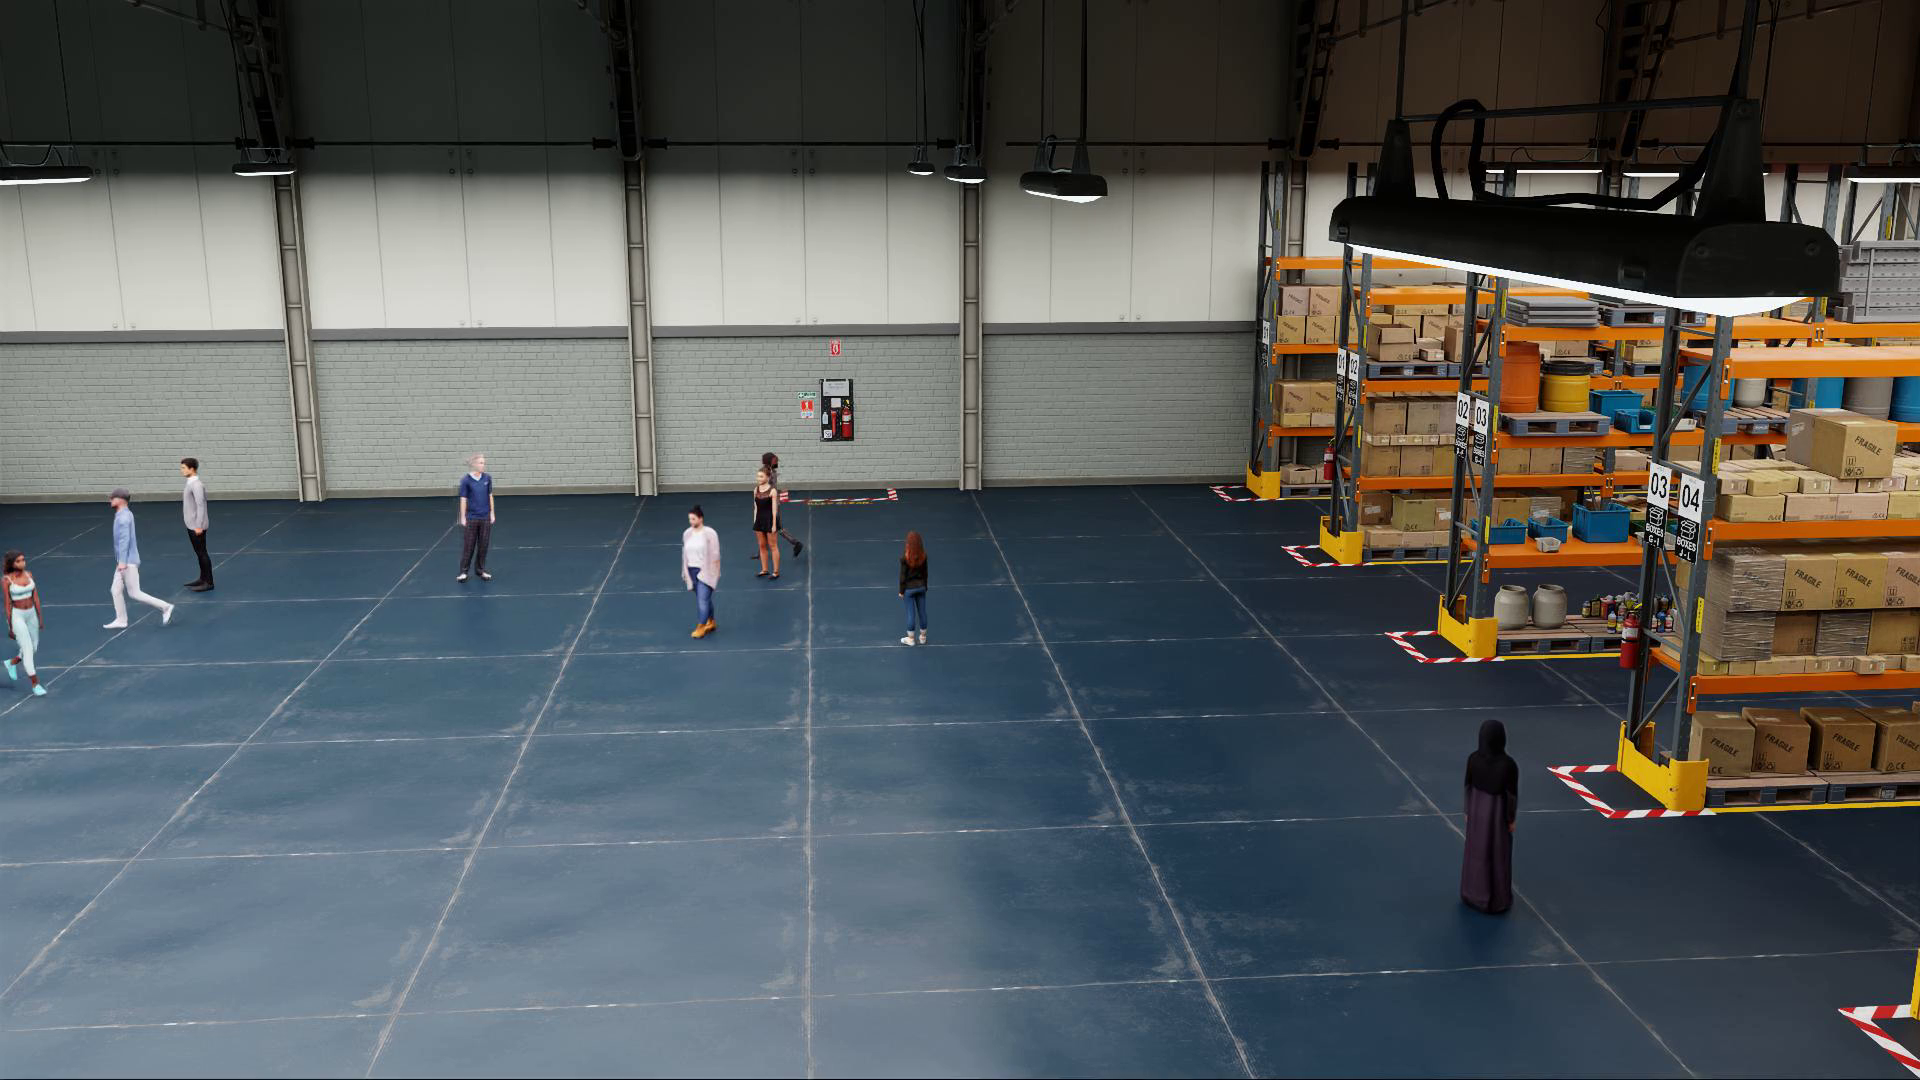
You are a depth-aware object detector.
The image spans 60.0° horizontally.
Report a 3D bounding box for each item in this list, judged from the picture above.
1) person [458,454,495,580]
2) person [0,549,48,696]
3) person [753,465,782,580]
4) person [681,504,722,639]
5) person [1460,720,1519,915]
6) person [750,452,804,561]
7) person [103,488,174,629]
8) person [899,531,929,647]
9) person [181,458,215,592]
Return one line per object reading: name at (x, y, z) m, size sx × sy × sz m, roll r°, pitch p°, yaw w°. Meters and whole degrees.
person at (-7.128, -0.329, 24.367) m, size 0.776 × 1.854 × 0.892 m, roll -8°, pitch 15°, yaw -31°
person at (-10.863, 0.943, 19.200) m, size 1.042 × 1.707 × 0.867 m, roll 6°, pitch 15°, yaw 26°
person at (-2.843, -0.266, 24.491) m, size 0.670 × 1.676 × 0.745 m, roll 8°, pitch 15°, yaw 31°
person at (-3.283, 0.379, 21.598) m, size 0.974 × 1.725 × 1.010 m, roll 8°, pitch 15°, yaw 30°
person at (4.364, 2.259, 13.721) m, size 0.719 × 1.615 × 0.774 m, roll 12°, pitch 17°, yaw 41°
person at (-2.818, -0.483, 25.396) m, size 1.160 × 1.691 × 0.859 m, roll 4°, pitch 14°, yaw 17°
person at (-10.829, 0.262, 21.803) m, size 1.172 × 1.859 × 0.922 m, roll -7°, pitch 15°, yaw -26°
person at (-0.577, 0.603, 21.166) m, size 0.565 × 1.483 × 0.692 m, roll -7°, pitch 15°, yaw -27°
person at (-10.924, -0.238, 23.824) m, size 0.822 × 1.922 × 0.842 m, roll -9°, pitch 16°, yaw -34°
